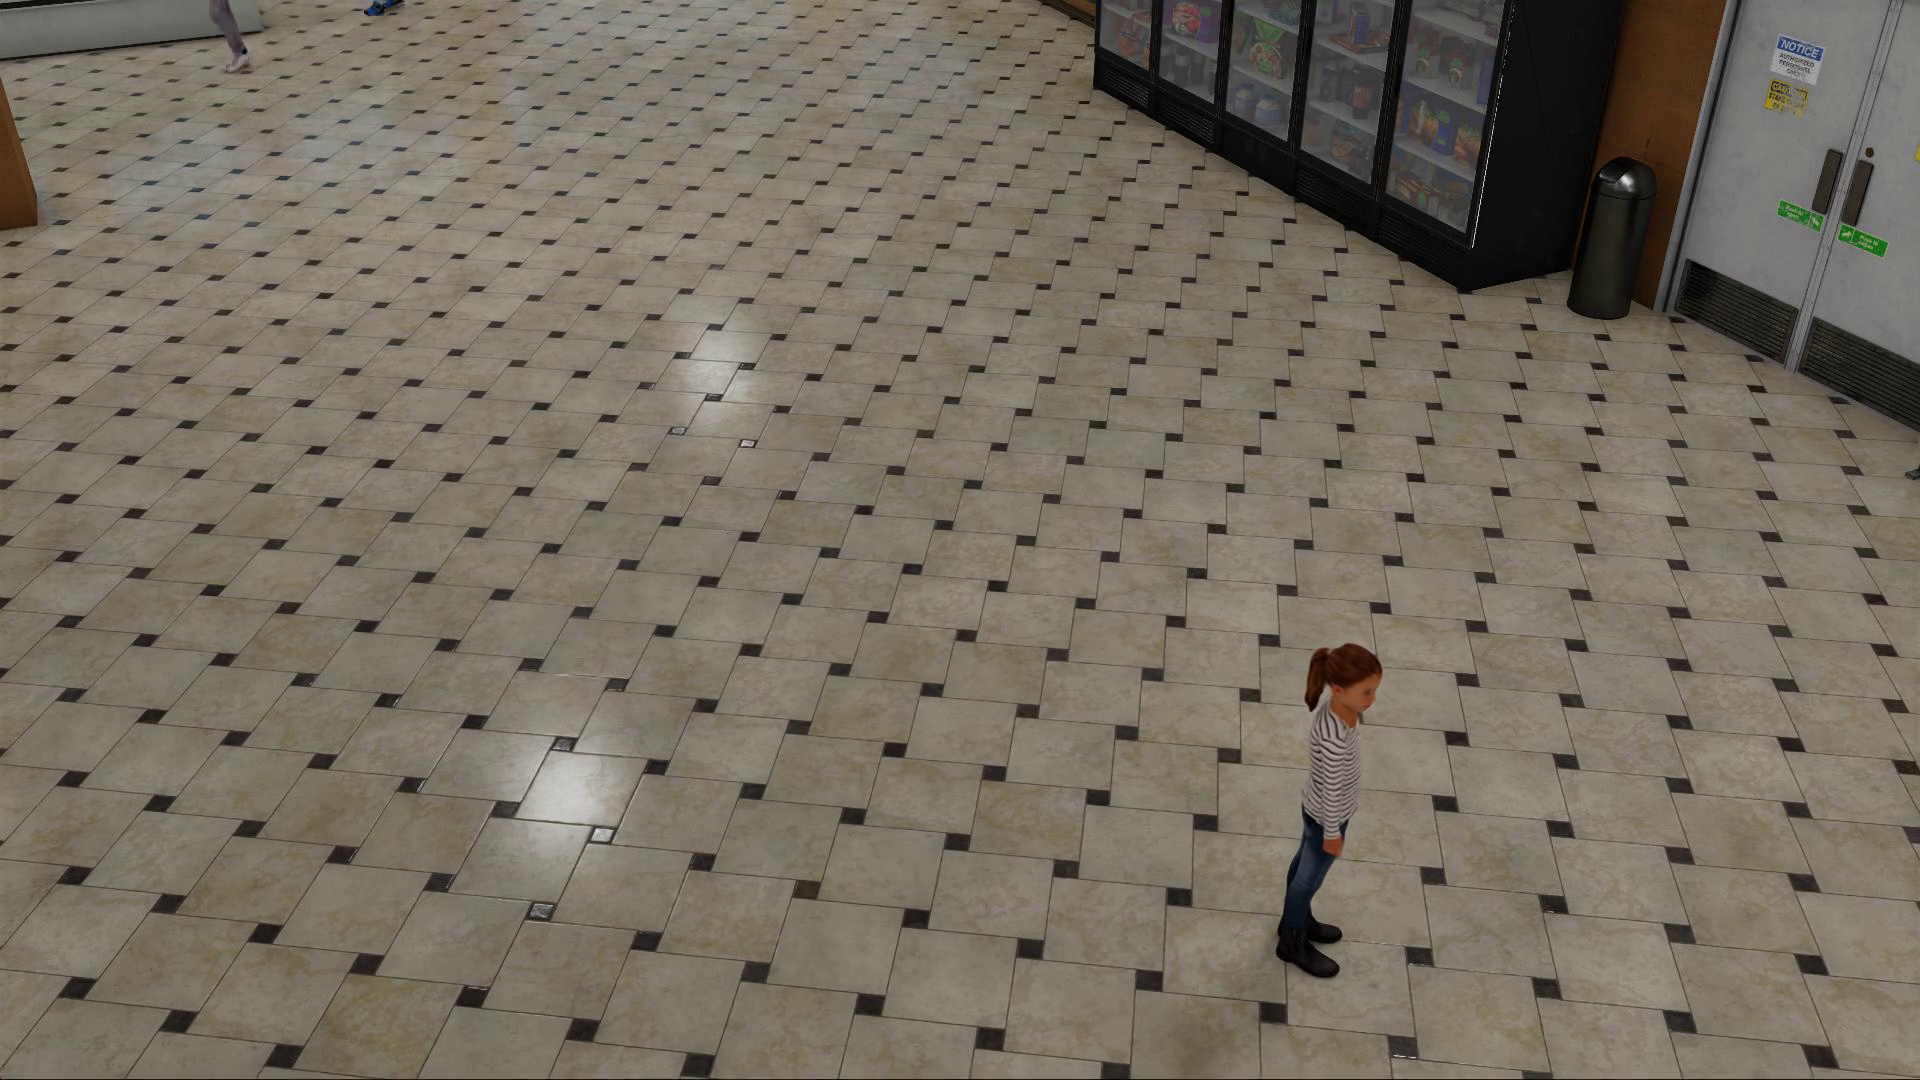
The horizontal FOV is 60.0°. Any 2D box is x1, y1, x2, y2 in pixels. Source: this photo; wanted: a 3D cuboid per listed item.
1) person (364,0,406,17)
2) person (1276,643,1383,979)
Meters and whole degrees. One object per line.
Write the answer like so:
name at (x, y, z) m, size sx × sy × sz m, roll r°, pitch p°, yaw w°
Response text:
person at (-5.835, -6.244, 16.726) m, size 1.041 × 1.799 × 1.122 m, roll 14°, pitch 34°, yaw 21°
person at (1.240, 0.914, 5.682) m, size 0.605 × 1.313 × 0.551 m, roll 9°, pitch 33°, yaw 14°
